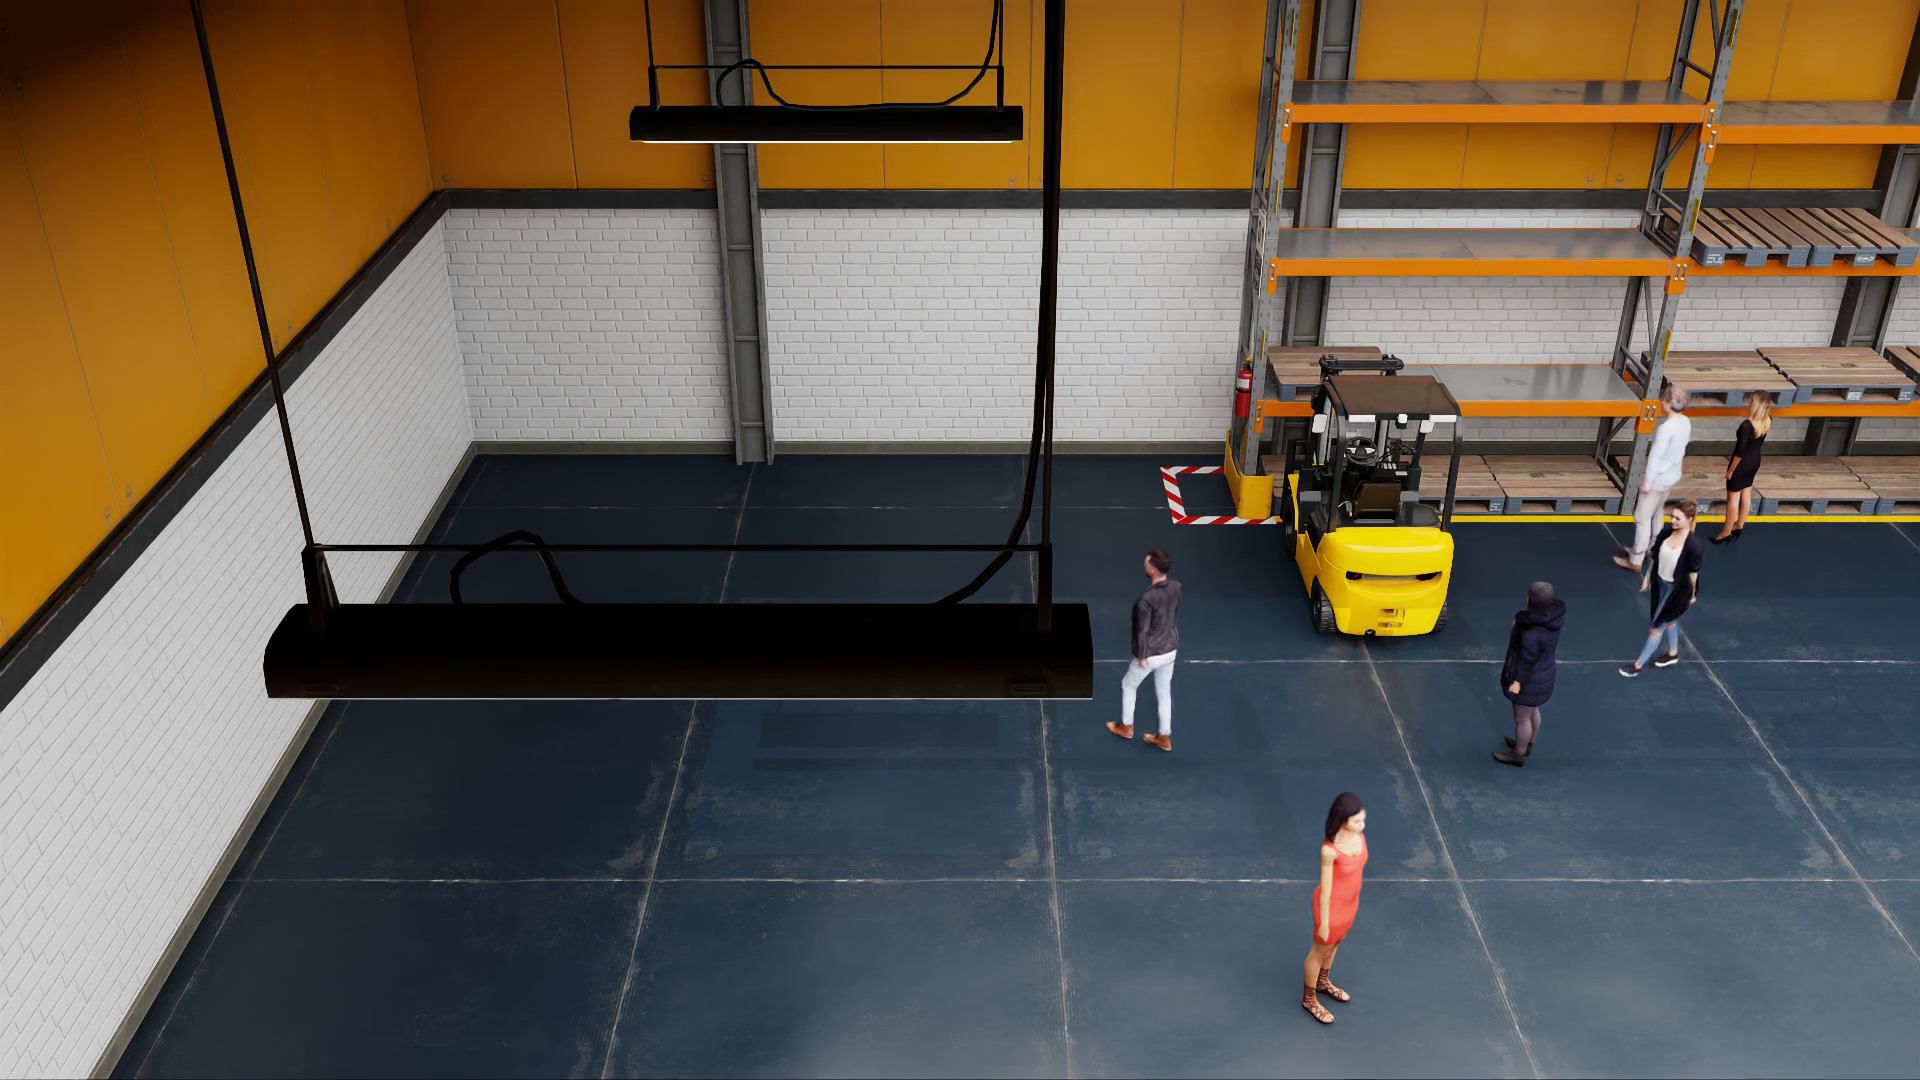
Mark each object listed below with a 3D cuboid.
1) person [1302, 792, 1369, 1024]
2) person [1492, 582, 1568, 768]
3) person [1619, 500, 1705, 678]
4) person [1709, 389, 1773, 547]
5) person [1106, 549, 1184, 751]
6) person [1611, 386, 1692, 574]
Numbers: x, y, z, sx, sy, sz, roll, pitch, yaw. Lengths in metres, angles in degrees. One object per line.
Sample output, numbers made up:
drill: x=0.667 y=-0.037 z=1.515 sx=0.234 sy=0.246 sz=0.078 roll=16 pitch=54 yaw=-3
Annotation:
person: x=2.450 y=2.368 z=10.855 sx=0.704 sy=1.719 sz=0.669 roll=21 pitch=35 yaw=33
person: x=4.568 y=1.061 z=13.300 sx=0.840 sy=1.672 sz=0.793 roll=21 pitch=35 yaw=33
person: x=6.281 y=0.410 z=14.513 sx=1.090 sy=1.654 sz=0.885 roll=-12 pitch=31 yaw=-21
person: x=7.815 y=-0.725 z=16.571 sx=0.565 sy=1.677 sz=0.670 roll=-17 pitch=33 yaw=-29
person: x=1.641 y=0.929 z=13.390 sx=0.905 sy=1.819 sz=0.952 roll=-20 pitch=35 yaw=-33
person: x=6.825 y=-0.591 z=16.108 sx=0.848 sy=1.884 sz=0.782 roll=25 pitch=37 yaw=38
